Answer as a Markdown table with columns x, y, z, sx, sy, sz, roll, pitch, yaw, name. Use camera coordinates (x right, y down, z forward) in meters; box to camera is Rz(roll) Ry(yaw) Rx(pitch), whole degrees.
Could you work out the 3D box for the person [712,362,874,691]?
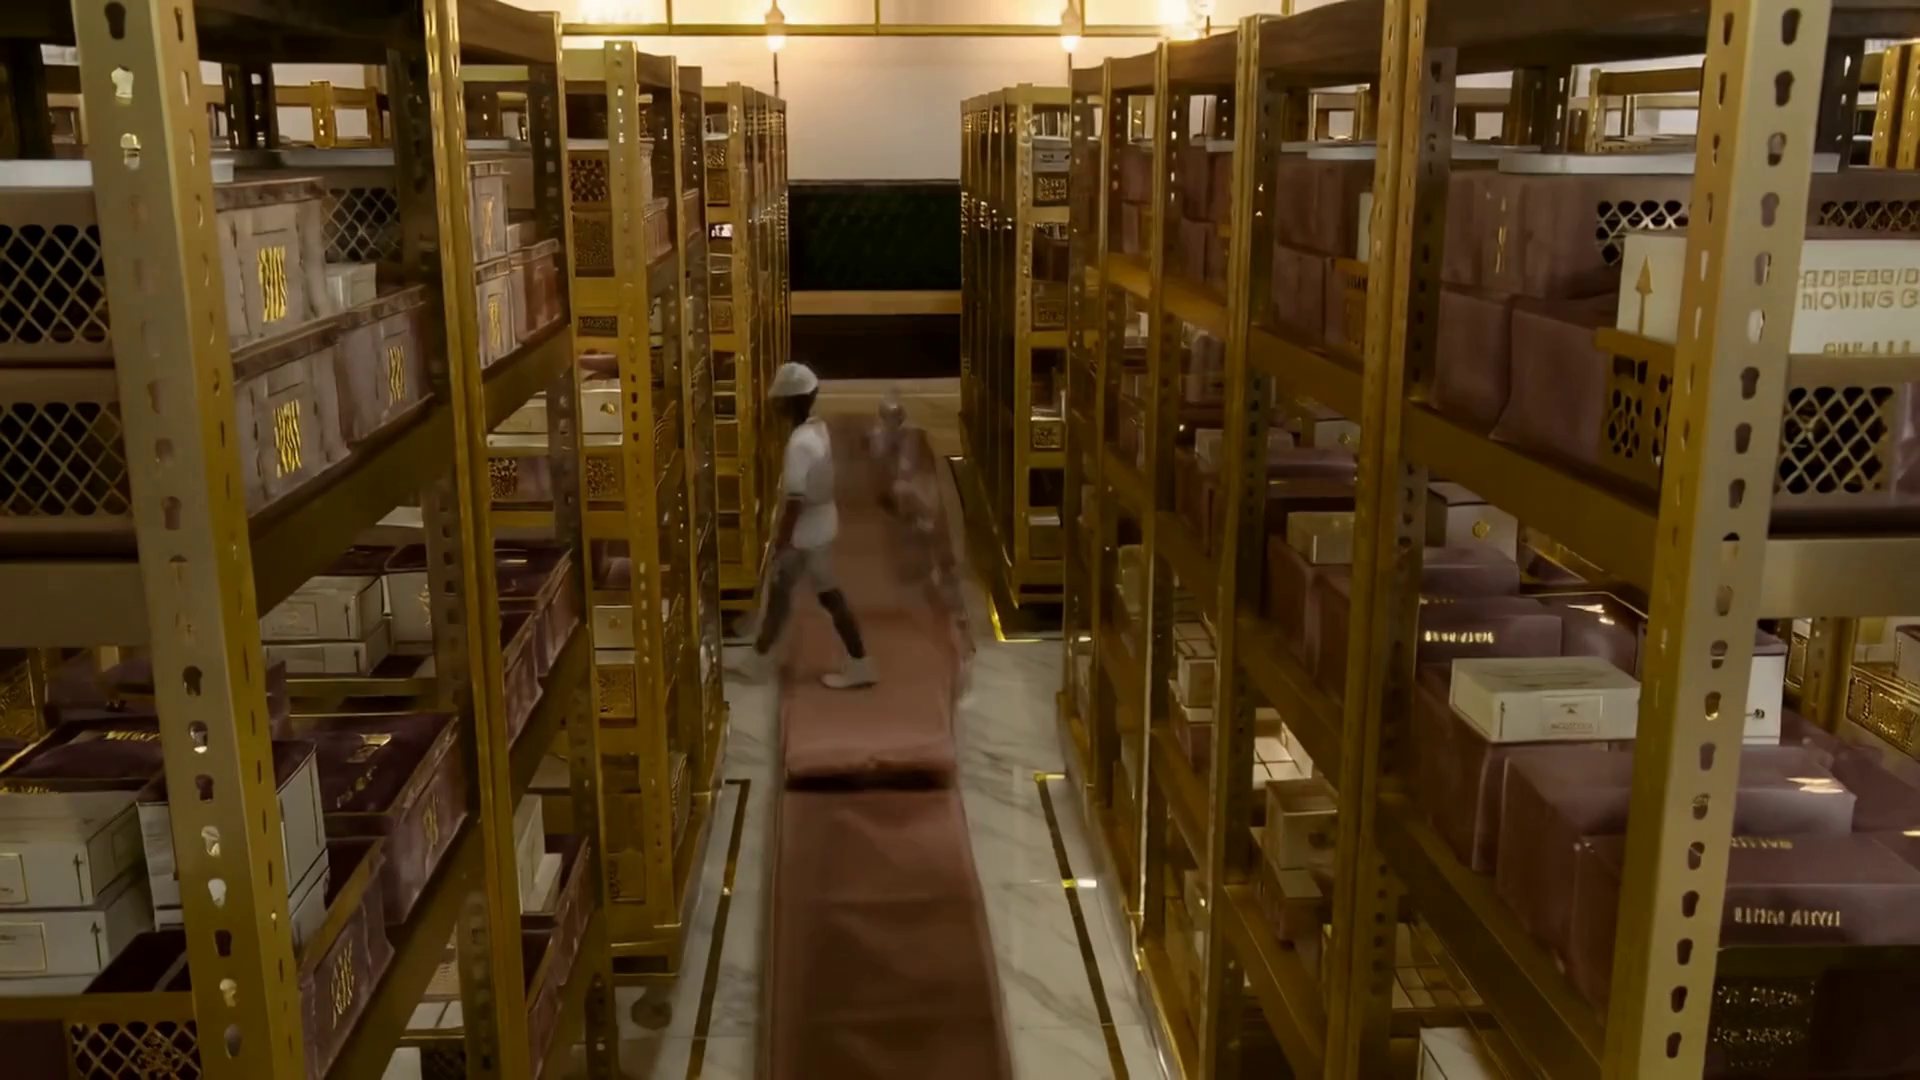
| x | y | z | sx | sy | sz | roll | pitch | yaw | name |
| --- | --- | --- | --- | --- | --- | --- | --- | --- | --- |
| -0.993 | -0.054 | 9.862 | 1.032 | 1.985 | 0.634 | 0 | 14 | 0 | person |
